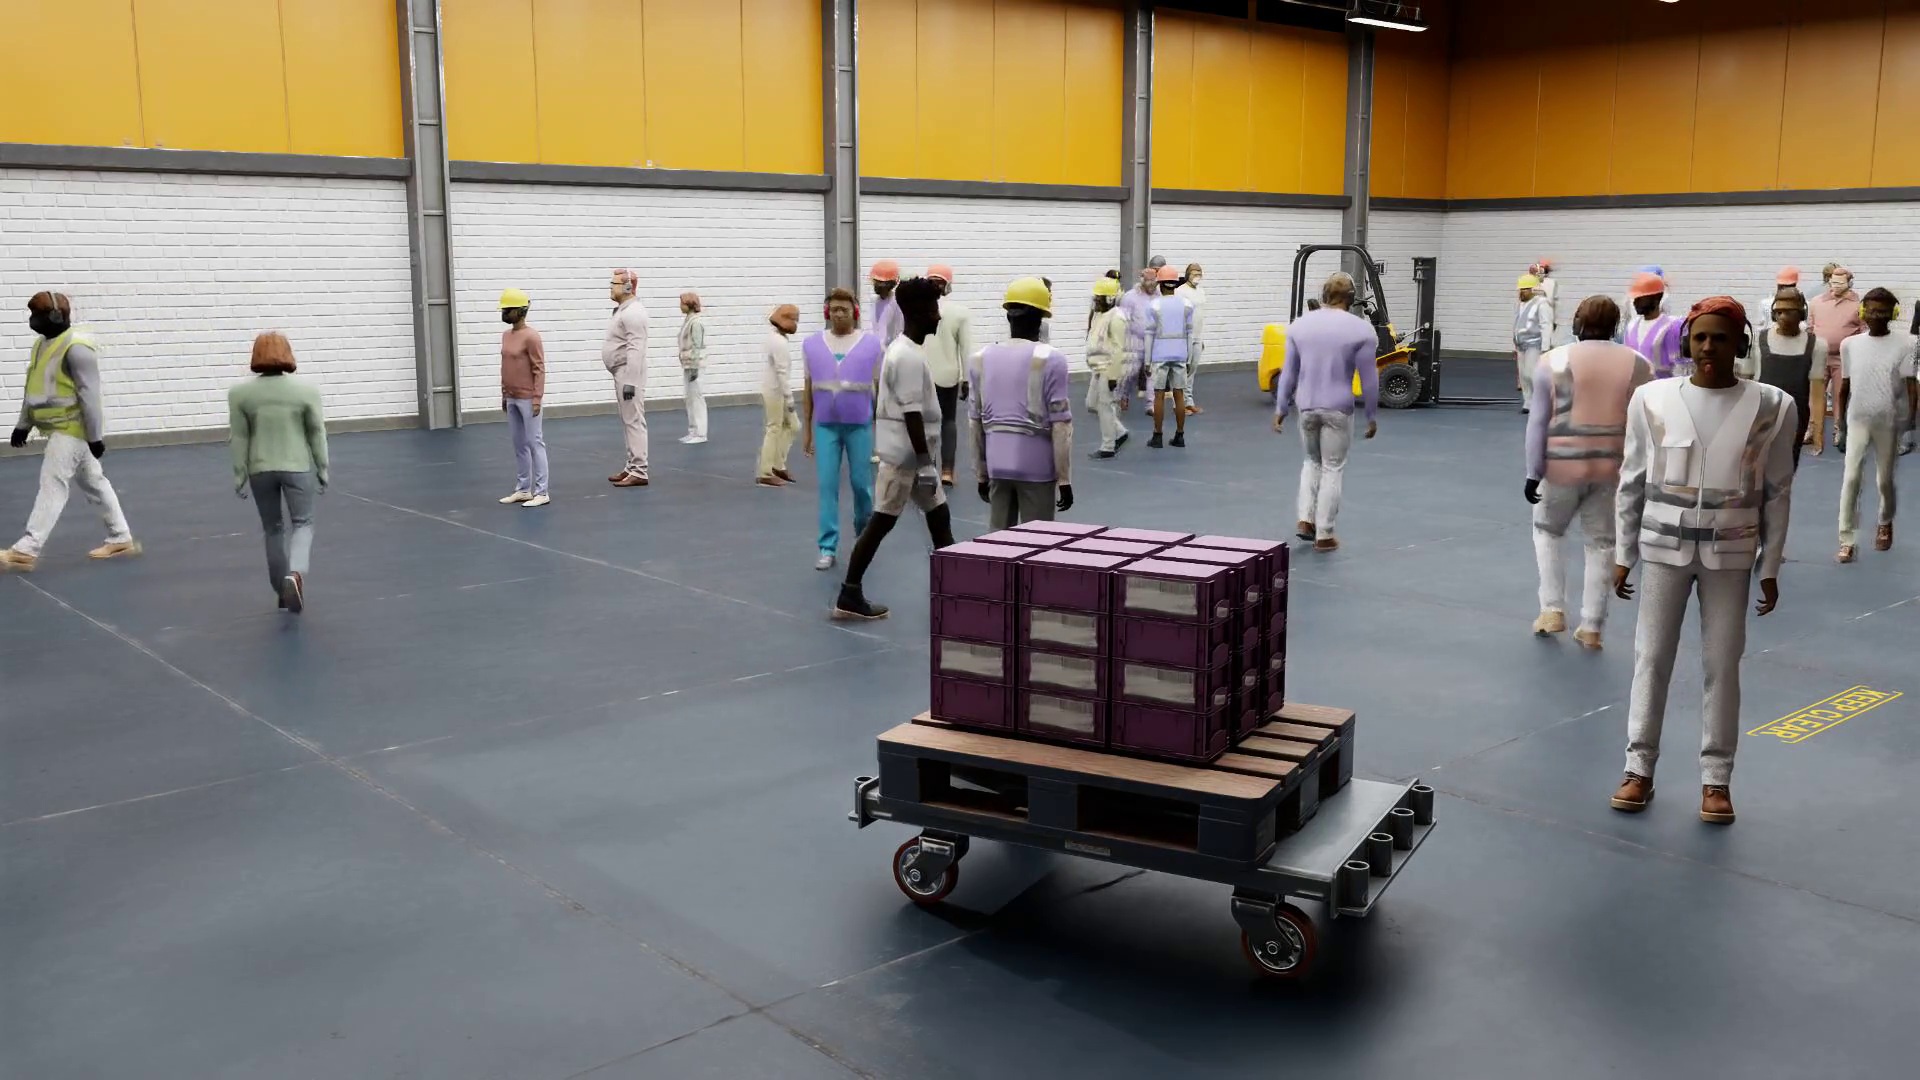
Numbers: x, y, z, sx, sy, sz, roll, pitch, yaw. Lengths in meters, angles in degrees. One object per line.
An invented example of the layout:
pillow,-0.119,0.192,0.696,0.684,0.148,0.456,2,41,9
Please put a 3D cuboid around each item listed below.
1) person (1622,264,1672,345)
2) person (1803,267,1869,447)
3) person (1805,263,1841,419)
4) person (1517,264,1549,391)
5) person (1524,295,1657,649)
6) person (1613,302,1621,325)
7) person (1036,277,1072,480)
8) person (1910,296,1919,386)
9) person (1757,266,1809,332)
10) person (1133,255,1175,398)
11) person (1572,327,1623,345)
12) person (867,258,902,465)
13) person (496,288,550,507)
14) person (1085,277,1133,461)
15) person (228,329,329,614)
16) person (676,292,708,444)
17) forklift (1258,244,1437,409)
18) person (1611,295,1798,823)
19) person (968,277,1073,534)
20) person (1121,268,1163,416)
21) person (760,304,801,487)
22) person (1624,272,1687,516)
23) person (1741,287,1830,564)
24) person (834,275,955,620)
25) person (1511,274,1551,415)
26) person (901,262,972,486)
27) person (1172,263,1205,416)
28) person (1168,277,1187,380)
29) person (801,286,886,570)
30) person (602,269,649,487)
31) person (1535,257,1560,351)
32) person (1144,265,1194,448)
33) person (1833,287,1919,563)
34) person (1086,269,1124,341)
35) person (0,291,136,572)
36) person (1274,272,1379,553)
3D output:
person,7.914,-2.216,19.226,0.512,1.928,0.632,-6,11,-31
person,9.301,-1.941,17.718,0.636,1.902,0.404,7,12,36
person,10.809,-2.488,20.808,0.374,1.939,0.629,-3,10,-16
person,8.572,-3.157,24.814,0.410,1.909,0.643,-1,10,-7
person,3.251,-0.359,8.674,0.650,1.821,0.573,1,10,6
person,6.310,-1.575,16.500,0.507,1.584,0.882,-6,11,-31
person,0.605,-1.403,14.743,0.771,1.845,0.524,-6,11,-32
person,12.348,-2.460,20.980,0.639,1.823,0.588,4,10,21
person,9.017,-2.043,18.294,0.568,1.899,0.814,8,12,38
person,2.818,-3.054,23.819,0.689,2.000,0.538,7,12,34
person,5.896,-1.426,15.459,0.313,1.639,0.517,-7,12,-36
person,-0.659,-1.643,15.673,0.580,2.008,0.628,-8,12,-38
person,-3.560,-1.146,13.456,0.533,1.767,0.327,9,13,43
person,1.456,-1.682,16.418,0.431,1.818,0.602,-2,10,-9
person,-3.816,-0.367,9.318,0.508,1.618,0.614,-2,10,-13
person,-2.889,-1.856,17.988,0.309,1.638,0.520,-4,10,-22
forklift,5.256,-2.933,22.661,2.313,2.155,1.214,3,10,16
person,2.653,0.072,5.985,0.576,1.882,0.355,5,11,27
person,0.320,-0.352,8.353,0.584,1.920,0.383,7,12,35
person,2.338,-2.535,21.238,0.660,1.878,0.814,-2,10,-13
person,-1.566,-1.255,14.527,0.454,1.603,0.525,-1,10,-3
person,5.166,-1.081,12.680,0.905,1.892,0.566,-3,10,-15
person,5.372,-0.734,10.877,0.510,1.820,0.565,2,10,12
person,-0.232,-0.490,9.176,1.028,1.911,0.621,0,10,1
person,7.248,-2.473,21.129,0.501,1.800,0.598,-3,10,-17
person,-0.226,-1.406,14.399,0.633,1.968,0.581,-1,10,-5
person,2.927,-2.555,21.213,0.372,1.935,0.629,8,12,38
person,3.552,-3.402,26.886,0.532,1.691,0.318,4,10,22
person,-0.753,-0.732,10.901,0.575,1.860,0.552,1,10,6
person,-2.950,-1.431,14.695,0.409,1.913,0.647,-3,10,-16
person,9.666,-3.674,27.561,0.617,2.007,0.960,-1,10,-5
person,2.196,-1.934,17.613,0.540,1.930,0.384,-2,10,-10
person,6.174,-0.785,11.177,0.547,1.826,0.924,8,12,38
person,2.131,-2.973,23.977,0.552,1.828,0.717,6,11,31
person,-5.892,-0.713,10.828,0.975,1.789,0.642,-9,13,-43
person,2.528,-0.877,11.448,0.697,1.911,0.545,6,12,33
